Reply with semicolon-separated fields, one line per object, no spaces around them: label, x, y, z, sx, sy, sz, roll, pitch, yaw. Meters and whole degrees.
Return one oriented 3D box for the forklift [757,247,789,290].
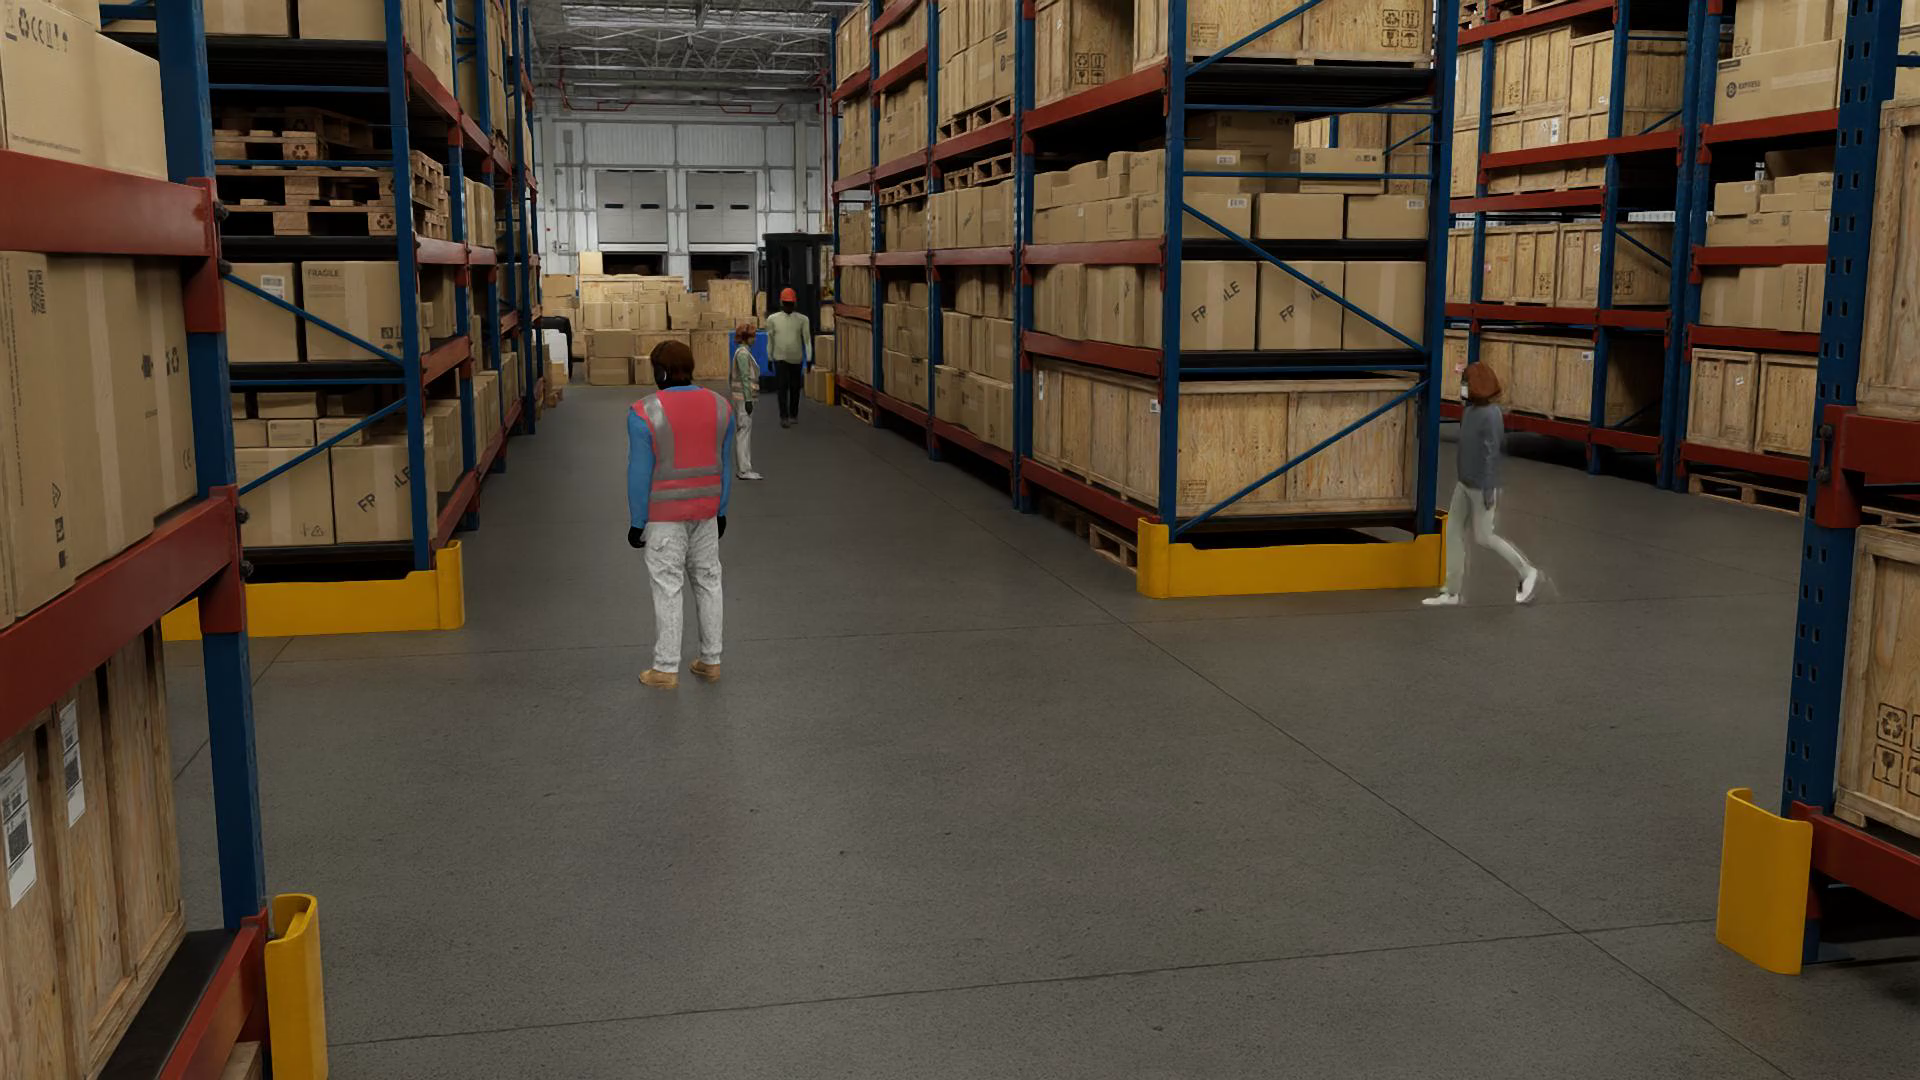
forklift;-5.569;-7.385;49.836;1.129;2.768;1.873;-3;10;-18

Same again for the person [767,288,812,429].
person;-2.377;-2.540;23.206;0.619;1.940;1.056;-2;9;-9

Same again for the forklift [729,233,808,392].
forklift;-3.138;-4.105;29.846;1.873;2.768;1.129;-8;12;-41

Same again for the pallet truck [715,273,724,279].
pallet truck;-8.580;-8.986;62.280;1.885;1.965;0.823;1;9;5

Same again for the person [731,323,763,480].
person;-2.246;-1.448;17.431;0.308;1.639;0.510;-2;9;-11

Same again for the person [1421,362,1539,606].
person;3.424;-0.353;10.839;0.696;1.608;0.508;-1;9;-9

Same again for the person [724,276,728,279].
person;-8.895;-9.145;63.578;0.986;1.901;0.564;1;9;8

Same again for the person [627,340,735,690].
person;-1.494;-0.134;8.802;0.627;1.844;0.429;-8;13;-42
